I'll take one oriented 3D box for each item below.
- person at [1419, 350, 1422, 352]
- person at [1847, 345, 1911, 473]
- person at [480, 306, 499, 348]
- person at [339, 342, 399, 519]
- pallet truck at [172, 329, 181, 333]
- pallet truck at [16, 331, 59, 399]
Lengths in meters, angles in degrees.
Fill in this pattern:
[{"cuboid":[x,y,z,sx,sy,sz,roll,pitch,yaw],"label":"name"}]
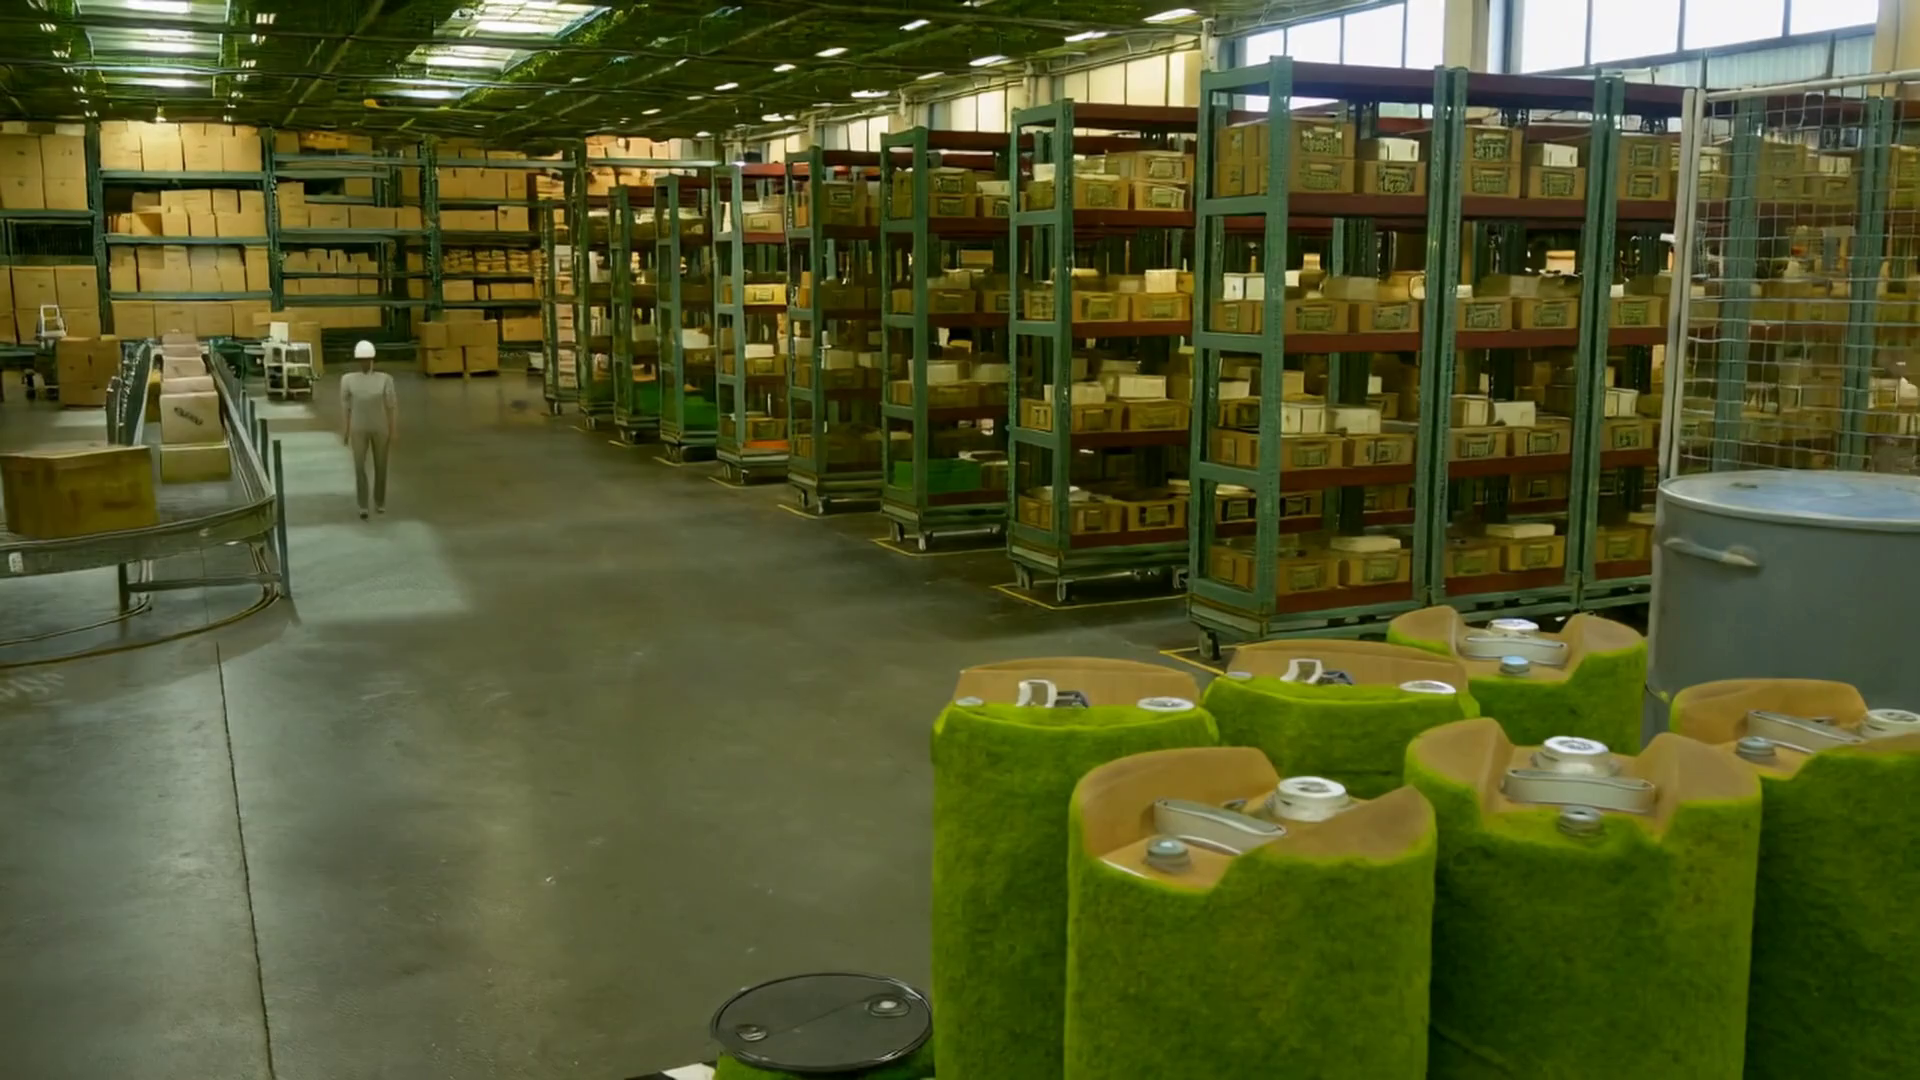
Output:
[{"cuboid":[5.749,-2.016,21.362,0.628,1.979,0.436,9,13,44],"label":"person"},{"cuboid":[7.712,-0.747,14.039,0.584,1.809,0.918,-4,10,-22],"label":"person"},{"cuboid":[-14.244,-6.671,50.258,0.619,1.982,0.429,-8,12,-42],"label":"person"},{"cuboid":[-5.760,-1.062,16.231,0.547,1.717,0.877,-3,10,-17],"label":"person"},{"cuboid":[-17.275,-3.851,35.096,1.601,1.201,0.680,0,9,1],"label":"pallet truck"},{"cuboid":[-17.082,-3.353,31.781,1.630,1.274,0.653,-4,10,-25],"label":"pallet truck"}]
